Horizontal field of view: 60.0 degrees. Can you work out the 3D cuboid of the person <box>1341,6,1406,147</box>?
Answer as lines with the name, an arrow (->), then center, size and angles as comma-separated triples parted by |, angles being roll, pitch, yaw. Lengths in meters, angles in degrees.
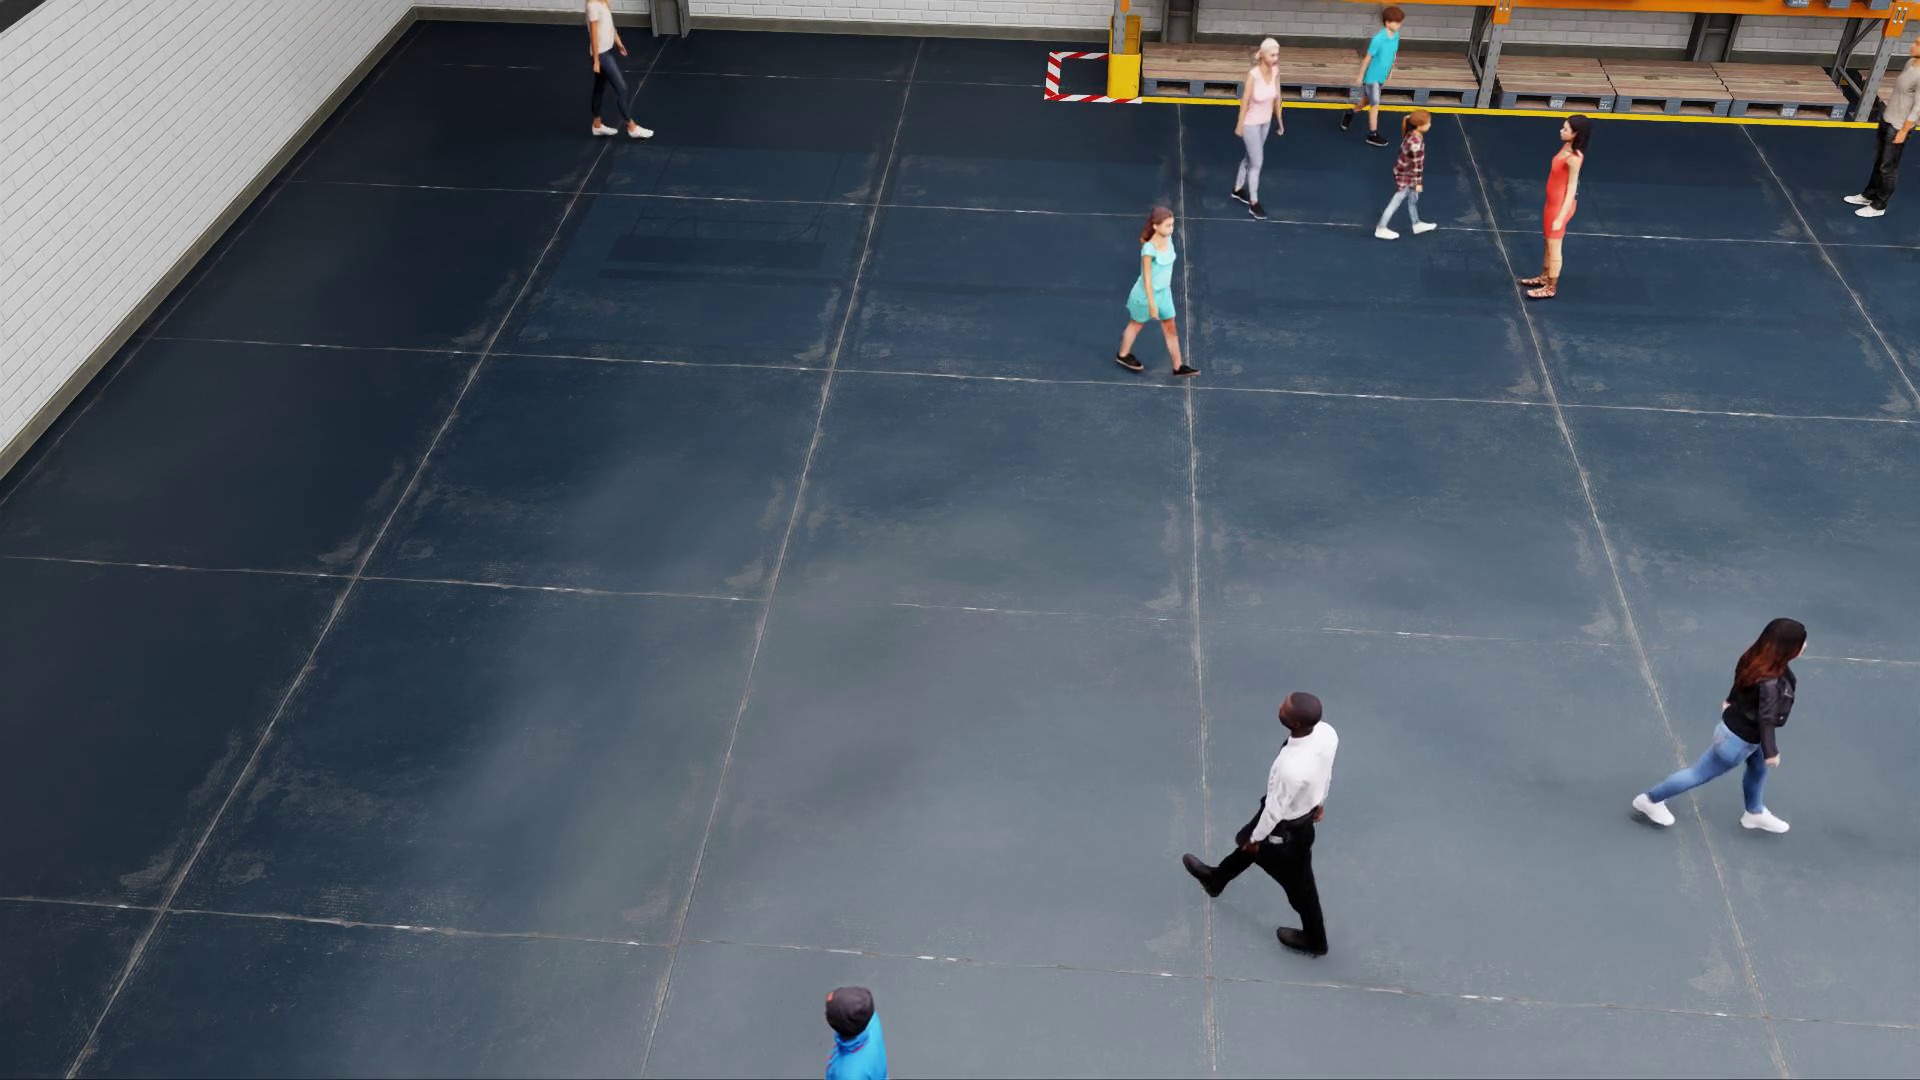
person -> 4.230, -4.819, 17.154 | 0.921, 1.411, 0.968 | -23, 44, -26

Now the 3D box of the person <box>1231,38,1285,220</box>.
person -> 2.775, -4.001, 15.898 | 0.880, 1.699, 0.919 | -26, 45, -29

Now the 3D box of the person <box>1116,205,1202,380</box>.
person -> 1.494, -2.022, 13.564 | 1.055, 1.520, 0.929 | 30, 48, 32

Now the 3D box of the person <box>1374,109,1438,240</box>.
person -> 4.089, -3.390, 15.468 | 0.799, 1.282, 0.556 | 5, 39, 6

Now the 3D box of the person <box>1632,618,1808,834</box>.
person -> 4.421, 1.107, 9.590 | 1.190, 1.589, 0.863 | 14, 41, 17

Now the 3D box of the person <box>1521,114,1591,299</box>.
person -> 5.234, -2.904, 14.513 | 0.504, 1.713, 0.583 | 4, 39, 5

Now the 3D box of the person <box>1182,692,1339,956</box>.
person -> 1.840, 1.566, 8.849 | 1.276, 1.797, 1.033 | 22, 43, 25

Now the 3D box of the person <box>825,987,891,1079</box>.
person -> -0.433, 2.606, 7.550 | 0.528, 1.793, 0.607 | 4, 39, 5

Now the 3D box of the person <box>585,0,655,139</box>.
person -> -3.752, -4.967, 17.037 | 0.925, 1.788, 0.677 | -3, 39, -3

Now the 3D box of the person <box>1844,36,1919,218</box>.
person -> 8.894, -3.940, 15.732 | 0.537, 1.811, 0.642 | 4, 39, 5
